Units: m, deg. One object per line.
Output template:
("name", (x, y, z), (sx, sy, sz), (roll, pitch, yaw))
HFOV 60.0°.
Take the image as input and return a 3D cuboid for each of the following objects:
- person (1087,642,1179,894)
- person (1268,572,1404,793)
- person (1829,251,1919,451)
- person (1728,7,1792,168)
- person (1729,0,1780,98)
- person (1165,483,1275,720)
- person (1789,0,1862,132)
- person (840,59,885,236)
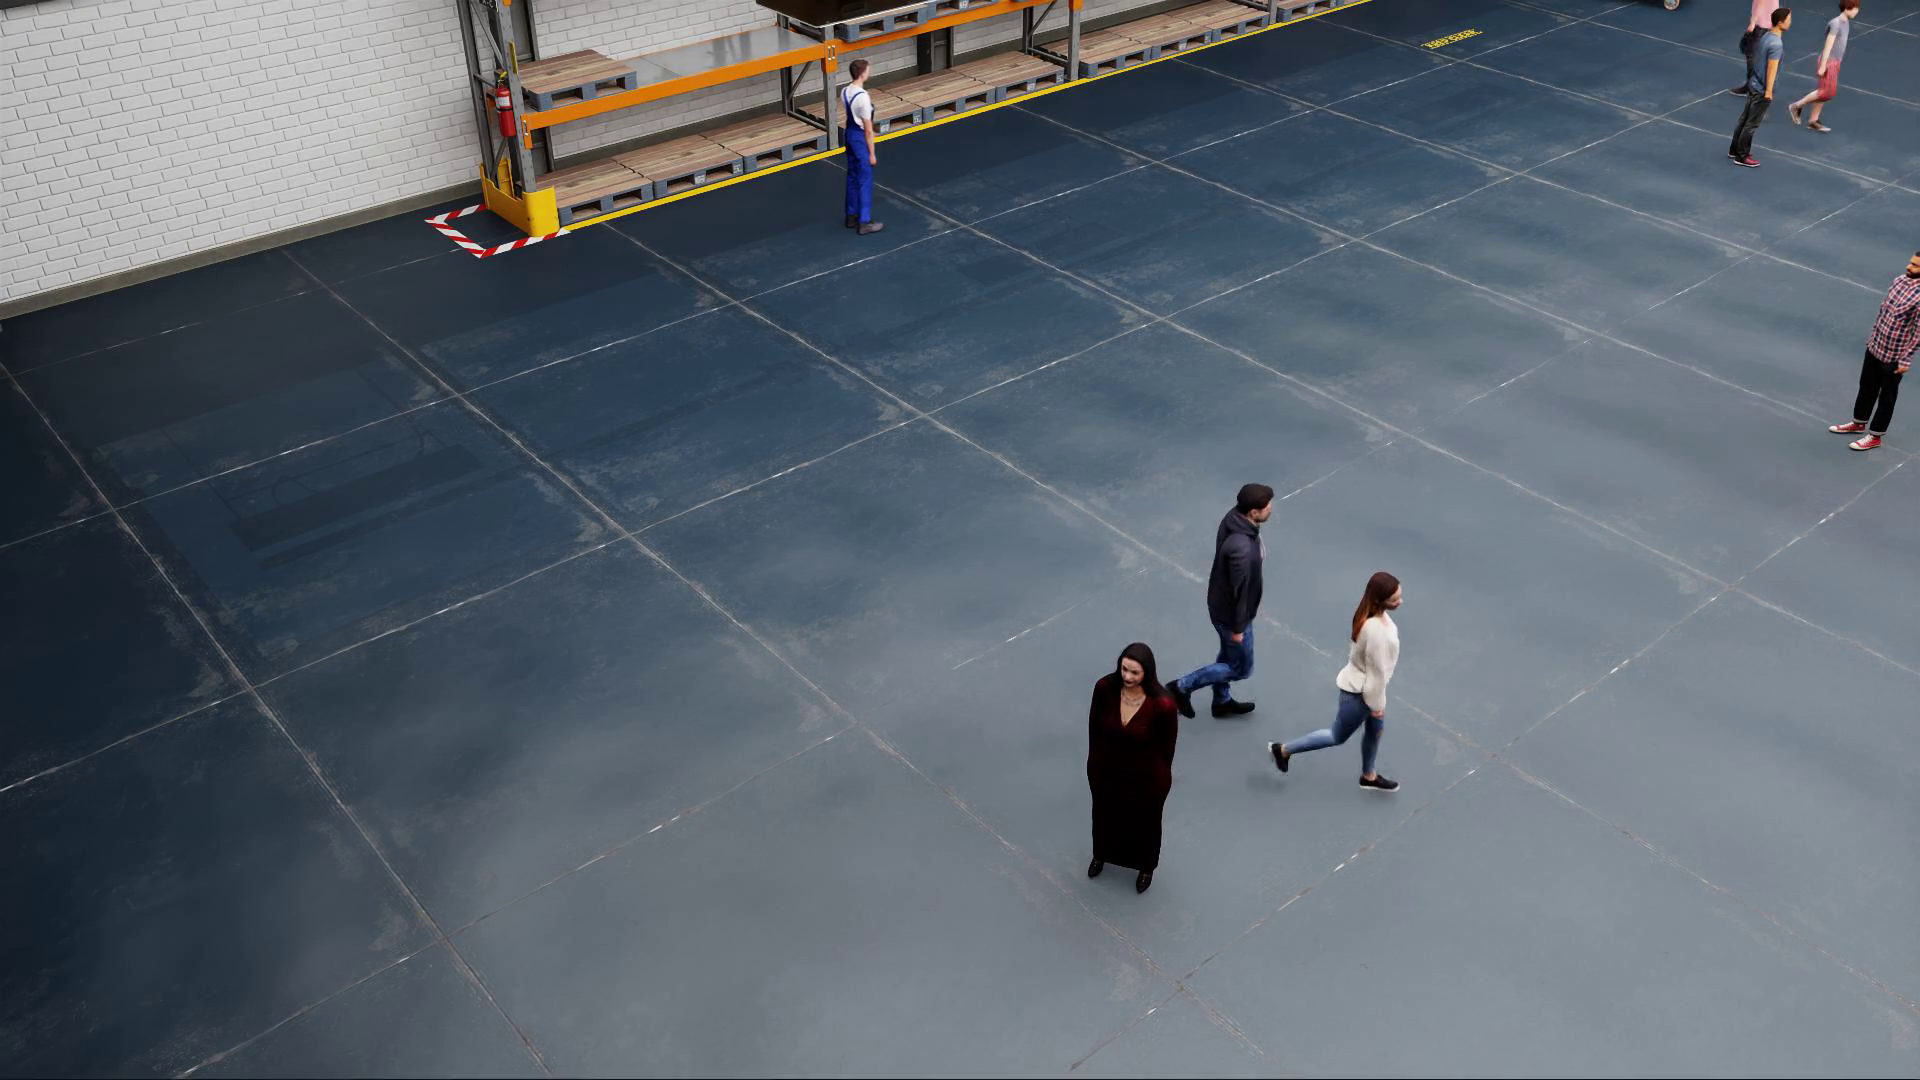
("person", (0.976, 1.291, 9.524), (0.762, 1.757, 0.760), (14, 36, 21))
("person", (2.376, 0.901, 10.195), (1.071, 1.664, 1.093), (7, 34, 11))
("person", (7.780, -1.607, 13.879), (0.791, 1.761, 0.785), (-5, 34, -8))
("person", (9.345, -5.298, 19.390), (0.787, 1.809, 0.708), (5, 34, 7))
("person", (10.341, -6.615, 21.249), (0.791, 1.945, 0.664), (20, 38, 27))
("person", (1.673, 0.449, 10.683), (1.044, 1.876, 0.980), (-1, 34, -1))
("person", (10.555, -5.841, 20.360), (0.694, 1.639, 0.671), (-27, 42, -34))
("person", (-1.086, -4.195, 17.695), (0.556, 1.849, 0.621), (-23, 40, -30))
